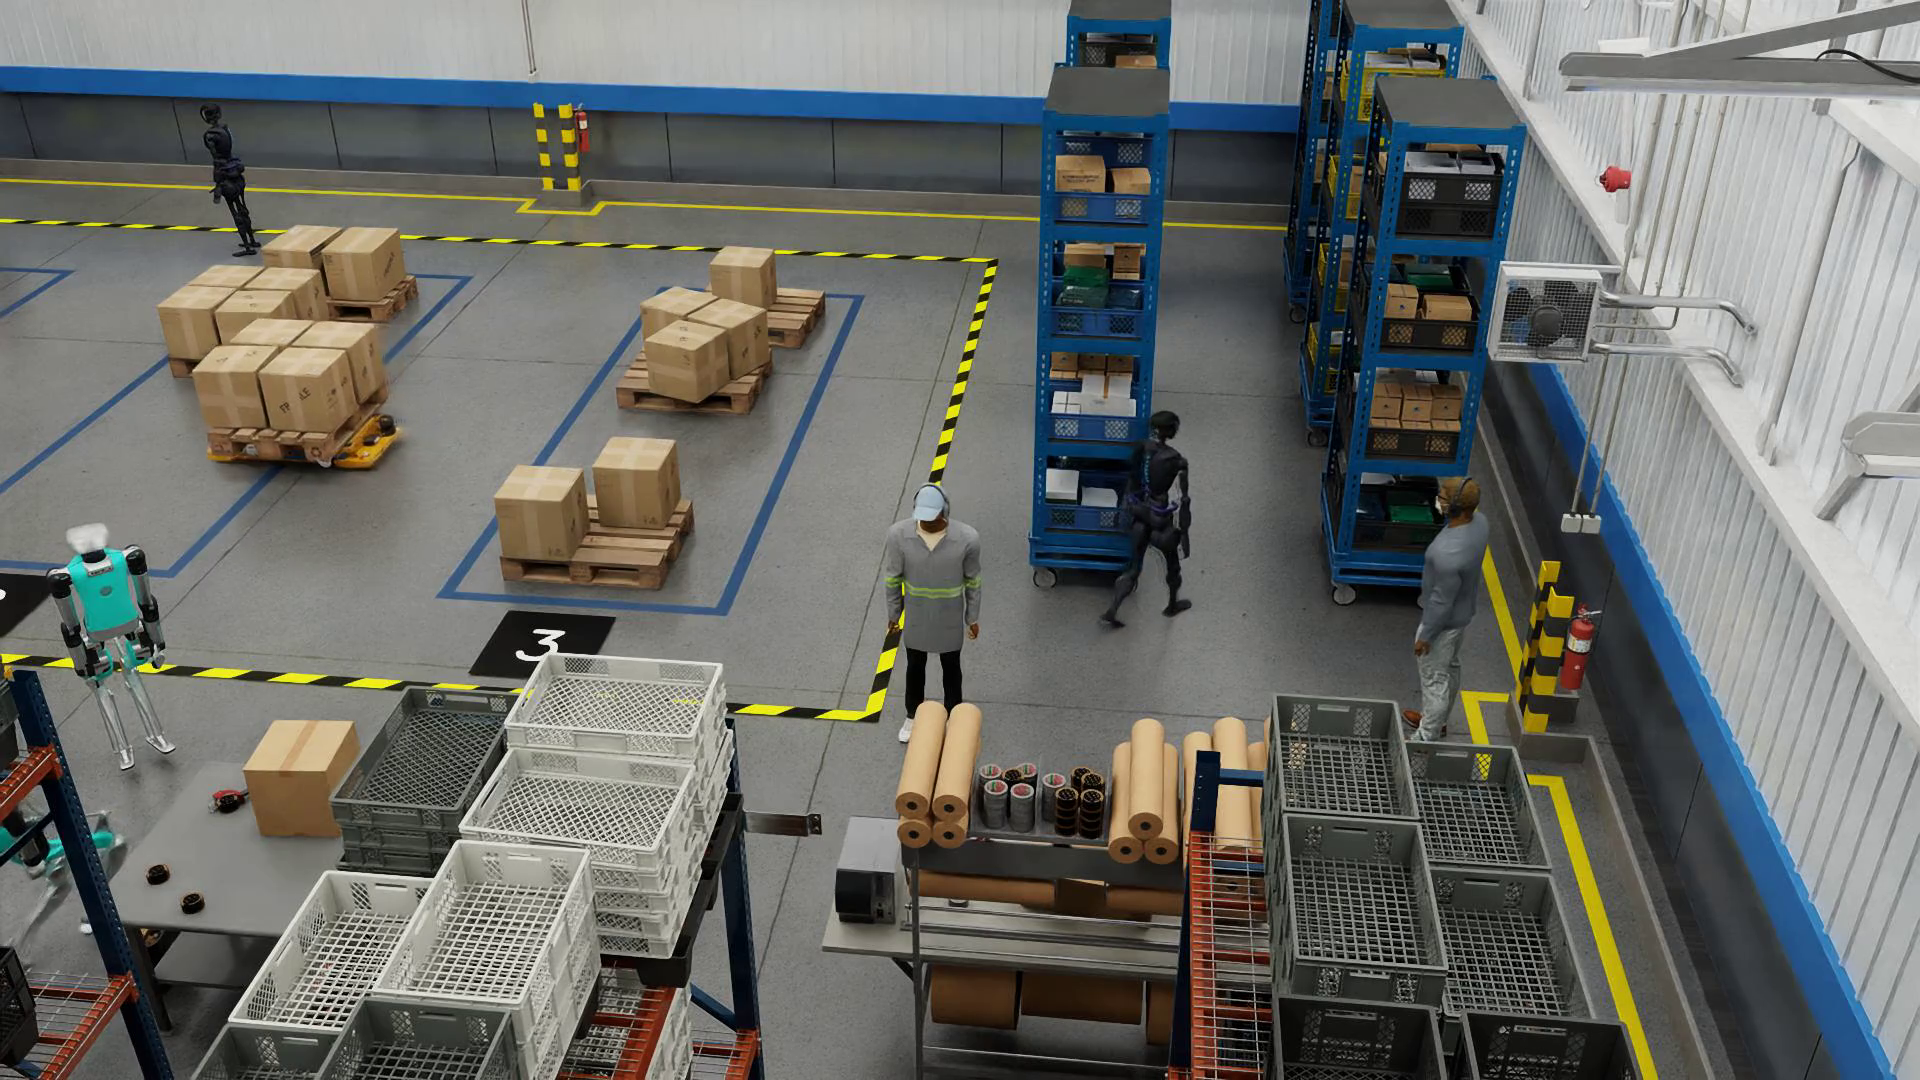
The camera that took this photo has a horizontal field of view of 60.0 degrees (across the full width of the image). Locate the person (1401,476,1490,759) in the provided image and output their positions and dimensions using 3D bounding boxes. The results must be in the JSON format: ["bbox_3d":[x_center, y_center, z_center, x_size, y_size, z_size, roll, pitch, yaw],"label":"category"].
[{"bbox_3d":[2.956,0.473,10.203,0.373,1.940,0.627,17,34,27],"label":"person"}]

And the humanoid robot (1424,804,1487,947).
[{"bbox_3d":[2.316,1.730,8.317,0.608,1.628,0.644,-2,30,-3],"label":"humanoid robot"}]

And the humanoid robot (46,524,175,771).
[{"bbox_3d":[-5.159,0.578,10.089,0.533,1.675,0.735,-22,37,-33],"label":"humanoid robot"}]

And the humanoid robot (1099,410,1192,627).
[{"bbox_3d":[1.332,-0.129,11.555,0.745,1.656,0.586,-23,37,-34],"label":"humanoid robot"}]

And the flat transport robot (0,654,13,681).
[{"bbox_3d":[-7.142,0.969,11.010,1.431,0.231,0.659,3,30,6],"label":"flat transport robot"}]

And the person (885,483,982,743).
[{"bbox_3d":[-0.169,0.465,10.300,0.599,1.850,0.385,3,30,5],"label":"person"}]

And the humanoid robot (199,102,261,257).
[{"bbox_3d":[-7.909,-3.902,17.962,0.315,1.657,0.599,-2,30,-4],"label":"humanoid robot"}]

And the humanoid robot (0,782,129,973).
[{"bbox_3d":[-4.804,1.477,8.722,0.530,1.767,0.940,19,35,29],"label":"humanoid robot"}]

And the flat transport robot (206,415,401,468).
[{"bbox_3d":[-5.586,-0.879,14.156,1.431,0.197,0.652,3,30,6],"label":"flat transport robot"}]
